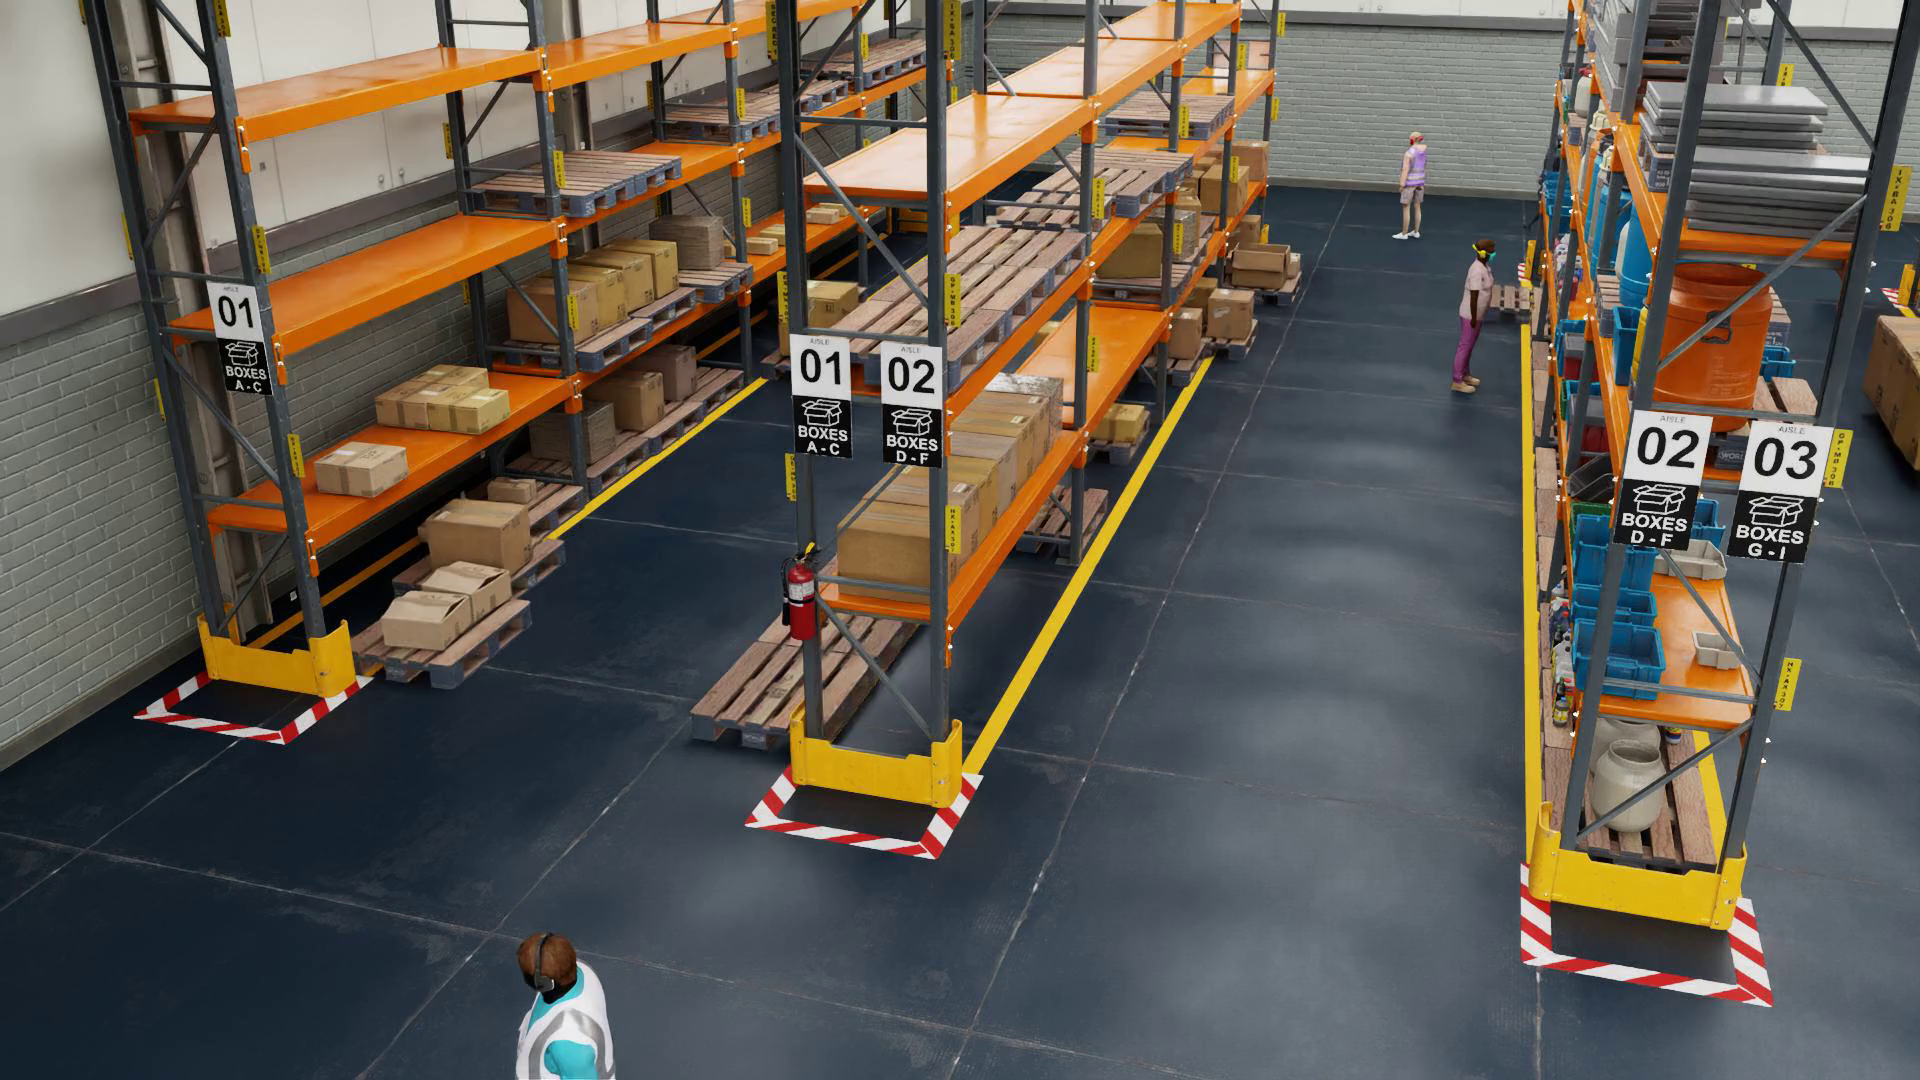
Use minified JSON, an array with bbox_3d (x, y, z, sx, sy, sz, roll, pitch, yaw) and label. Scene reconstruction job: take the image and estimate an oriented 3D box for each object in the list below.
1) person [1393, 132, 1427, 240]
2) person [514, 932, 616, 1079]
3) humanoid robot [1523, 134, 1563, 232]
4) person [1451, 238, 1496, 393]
[{"bbox_3d":[7.183,-5.623,26.423,0.489,1.688,0.352,-14,27,-29],"label":"person"},{"bbox_3d":[-1.729,2.514,7.364,0.429,1.837,0.633,-5,24,-12],"label":"person"},{"bbox_3d":[9.432,-5.670,26.626,0.609,1.647,0.779,-19,30,-37],"label":"humanoid robot"},{"bbox_3d":[5.981,-2.620,19.328,0.337,1.793,0.506,10,25,22],"label":"person"}]
